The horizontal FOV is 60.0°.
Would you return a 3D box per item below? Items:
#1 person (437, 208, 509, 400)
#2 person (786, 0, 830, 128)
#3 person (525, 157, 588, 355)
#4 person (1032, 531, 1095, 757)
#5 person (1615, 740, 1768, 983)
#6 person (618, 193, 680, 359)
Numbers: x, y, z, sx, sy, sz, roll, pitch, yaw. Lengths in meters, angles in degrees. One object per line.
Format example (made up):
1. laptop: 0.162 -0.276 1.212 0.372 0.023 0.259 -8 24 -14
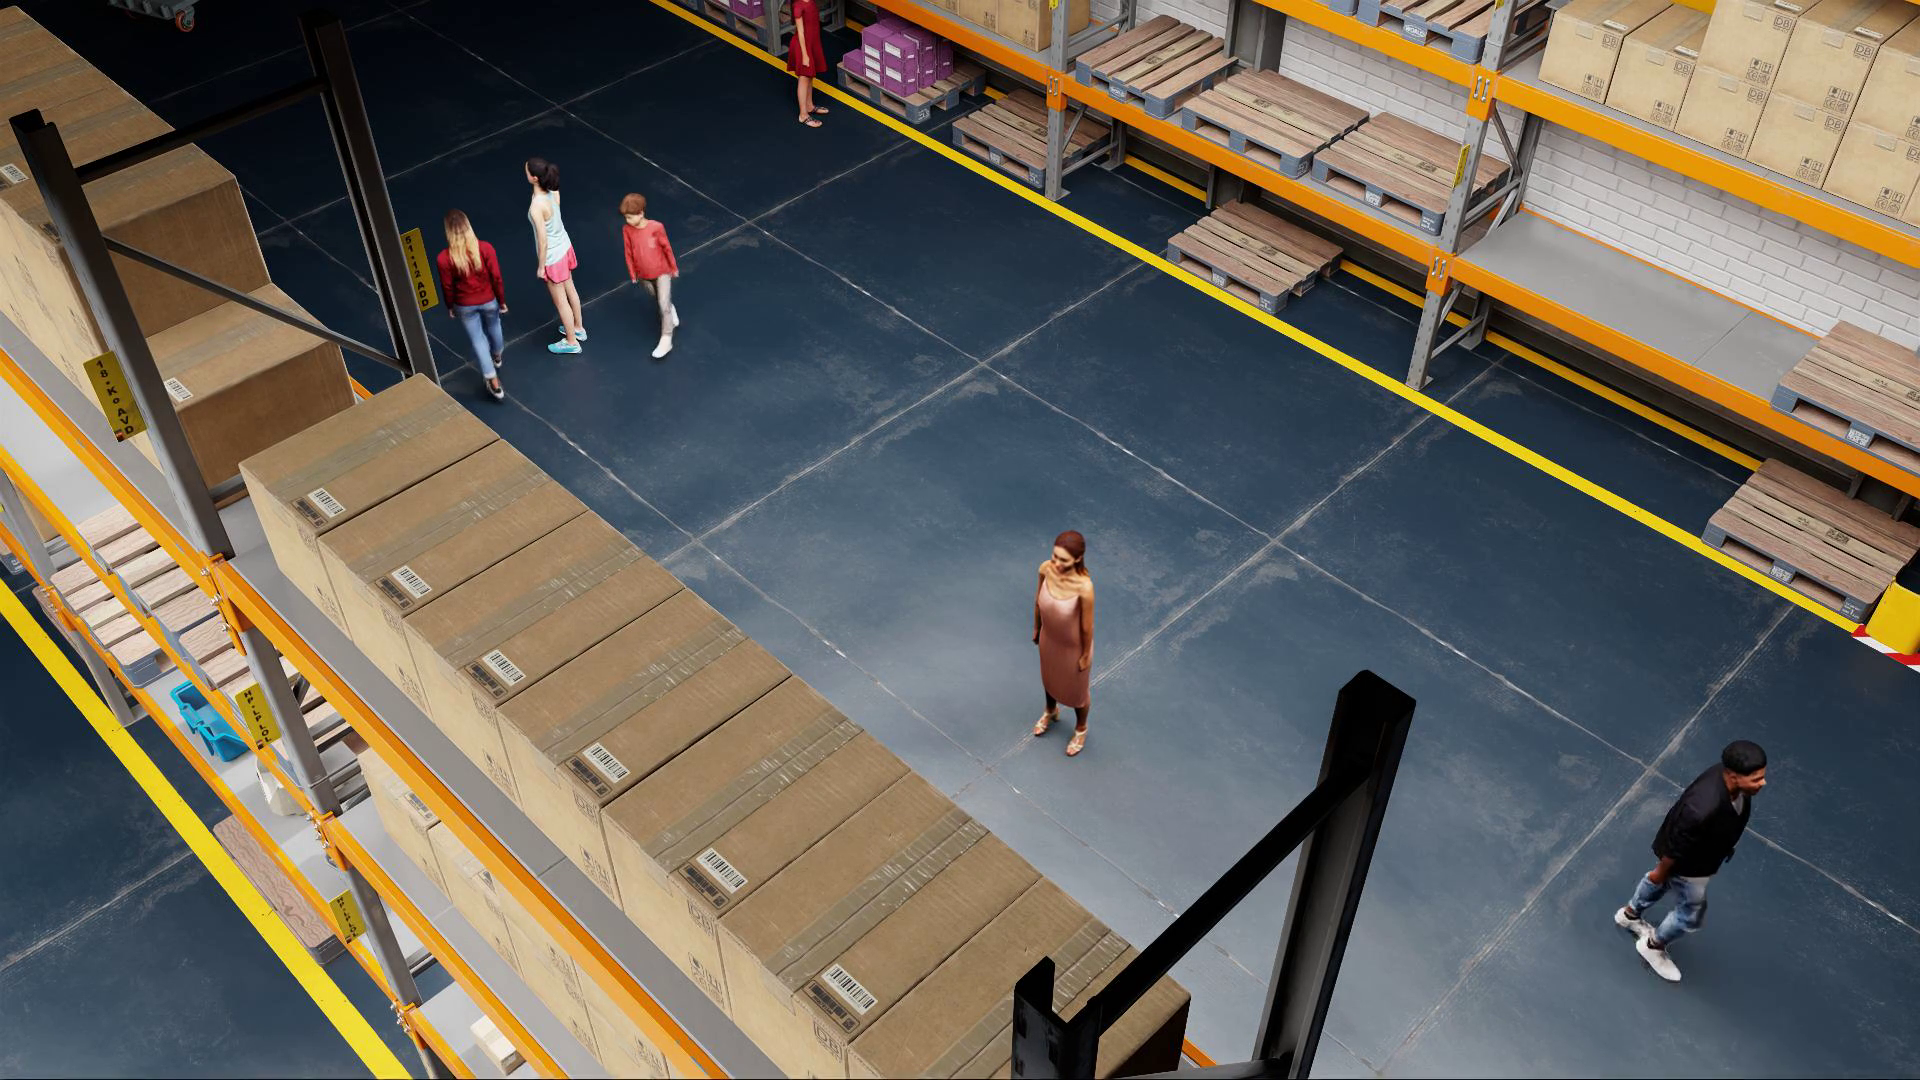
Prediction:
1. person: -3.754 -1.815 12.943 0.777 1.609 1.014 -21 47 -20
2. person: -1.498 -4.793 16.108 0.729 1.554 0.668 8 44 9
3. person: -3.253 -2.283 13.320 0.737 1.765 0.694 8 44 8
4. person: 0.658 0.614 10.233 0.484 1.830 0.650 29 51 27
5. person: 3.947 1.655 9.164 0.710 1.796 0.710 31 51 28
6. person: -2.494 -2.244 13.559 0.929 1.379 0.936 1 44 1
